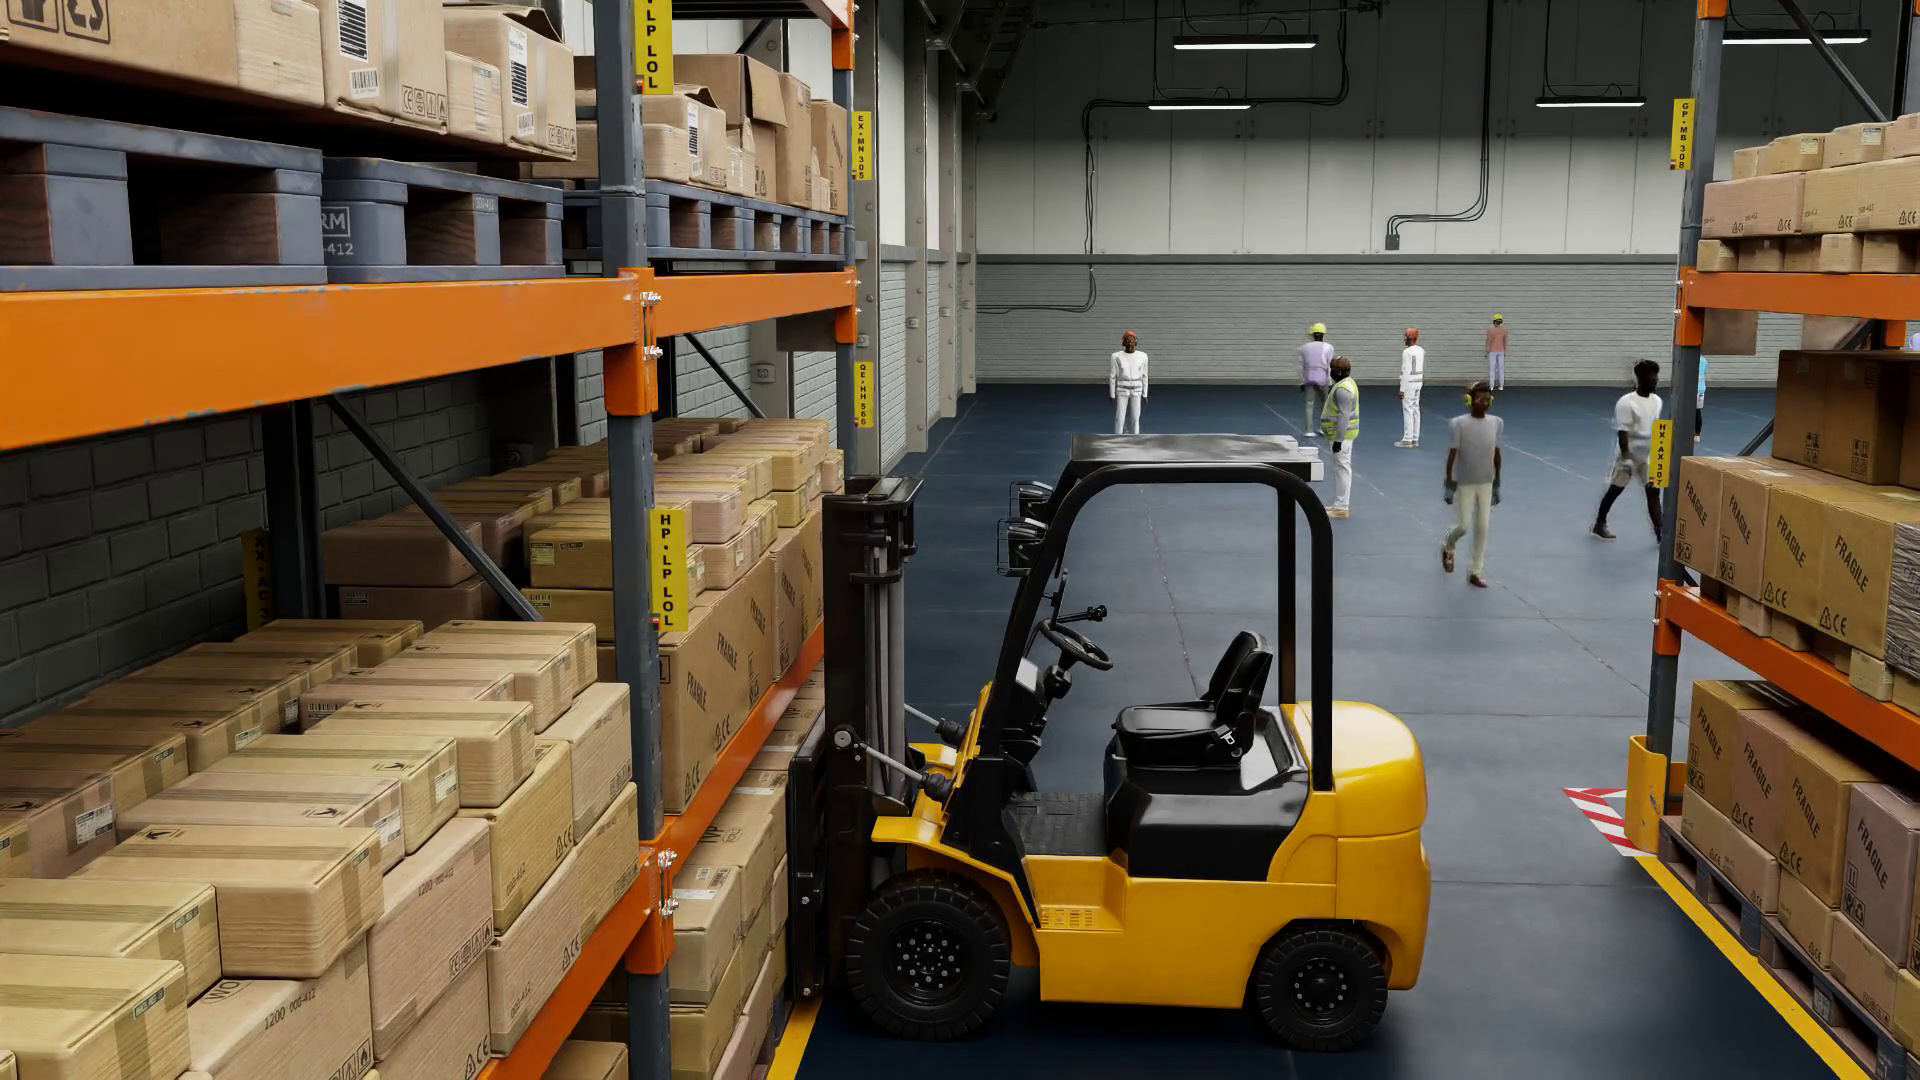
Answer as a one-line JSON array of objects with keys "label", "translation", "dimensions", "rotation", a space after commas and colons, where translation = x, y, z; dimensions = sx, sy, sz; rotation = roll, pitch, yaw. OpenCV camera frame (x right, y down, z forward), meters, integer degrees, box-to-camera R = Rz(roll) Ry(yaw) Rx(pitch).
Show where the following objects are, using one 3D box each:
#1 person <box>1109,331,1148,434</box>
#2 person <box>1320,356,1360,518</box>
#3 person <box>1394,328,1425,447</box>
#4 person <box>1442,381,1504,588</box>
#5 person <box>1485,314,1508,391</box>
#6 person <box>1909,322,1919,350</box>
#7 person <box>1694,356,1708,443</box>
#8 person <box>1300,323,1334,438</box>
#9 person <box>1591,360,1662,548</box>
[{"label": "person", "translation": [2.530, -2.180, 24.923], "dimensions": [0.587, 1.882, 0.342], "rotation": [-1, 9, -4]}, {"label": "person", "translation": [4.323, -1.171, 18.953], "dimensions": [0.430, 1.841, 0.624], "rotation": [3, 10, 17]}, {"label": "person", "translation": [7.114, -2.404, 26.283], "dimensions": [0.349, 1.883, 0.584], "rotation": [8, 12, 40]}, {"label": "person", "translation": [4.607, -0.516, 14.972], "dimensions": [0.514, 1.853, 0.574], "rotation": [-1, 9, -7]}, {"label": "person", "translation": [12.254, -4.284, 38.035], "dimensions": [0.534, 1.767, 0.313], "rotation": [-2, 10, -11]}, {"label": "person", "translation": [18.058, -3.244, 31.207], "dimensions": [0.355, 1.940, 0.542], "rotation": [-3, 10, -17]}, {"label": "person", "translation": [11.791, -2.386, 26.734], "dimensions": [0.533, 1.699, 0.318], "rotation": [-9, 13, -42]}, {"label": "person", "translation": [6.015, -2.677, 27.888], "dimensions": [0.615, 1.893, 0.810], "rotation": [6, 11, 32]}, {"label": "person", "translation": [6.944, -0.887, 17.026], "dimensions": [0.620, 1.908, 1.050], "rotation": [-4, 10, -25]}]
